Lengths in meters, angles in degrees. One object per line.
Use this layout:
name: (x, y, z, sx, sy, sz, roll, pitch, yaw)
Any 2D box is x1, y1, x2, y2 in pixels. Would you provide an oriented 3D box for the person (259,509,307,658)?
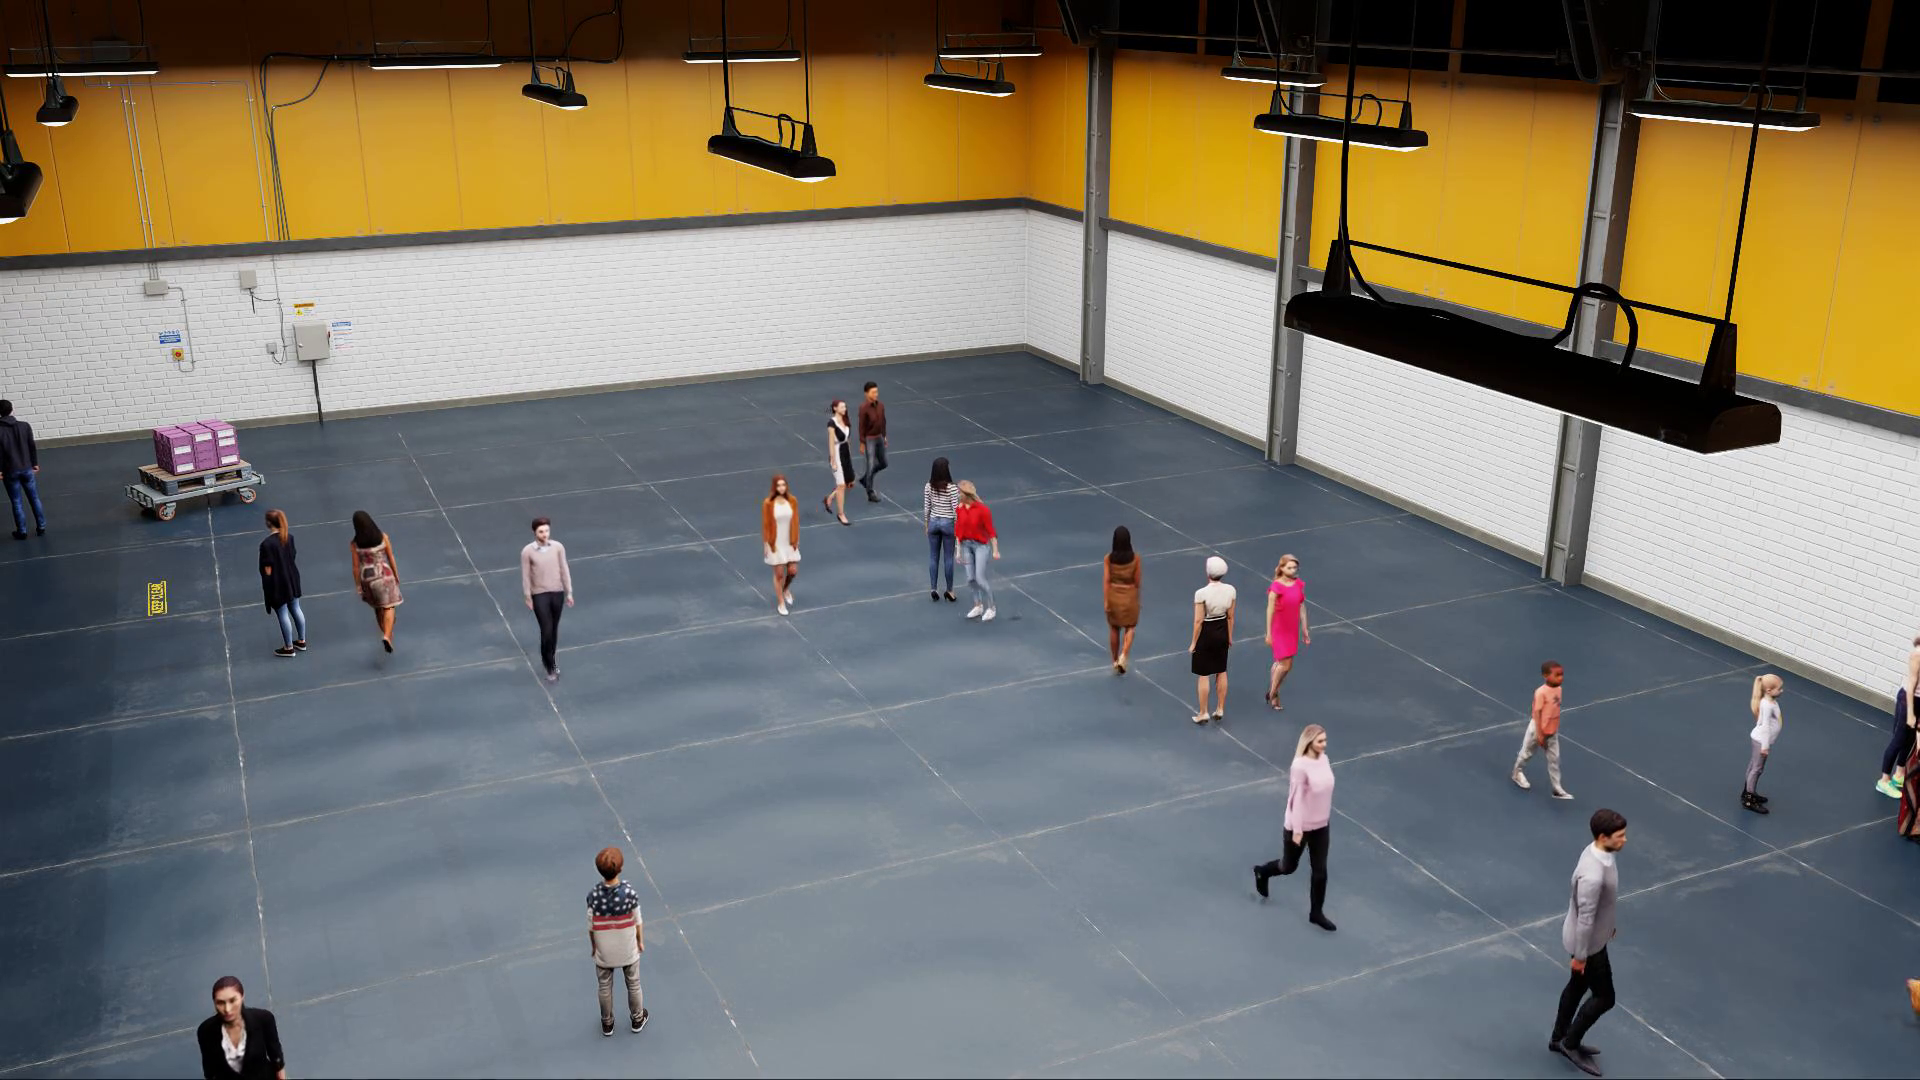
person: (-7.454, 0.458, 18.316, 0.761, 1.685, 0.717, 8, 20, 23)

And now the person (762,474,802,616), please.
person: (-2.130, 0.023, 19.573, 0.635, 1.708, 0.710, -7, 20, -20)

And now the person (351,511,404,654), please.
person: (-6.424, 0.494, 18.330, 0.716, 1.607, 1.022, -4, 19, -13)

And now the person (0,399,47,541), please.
person: (-12.573, -0.949, 22.171, 0.717, 1.892, 0.755, 16, 24, 39)

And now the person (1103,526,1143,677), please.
person: (1.716, 0.704, 17.614, 0.792, 1.666, 0.878, 4, 19, 10)

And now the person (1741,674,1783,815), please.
person: (7.214, 1.800, 14.966, 0.635, 1.279, 0.582, 8, 20, 23)

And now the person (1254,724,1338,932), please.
person: (2.663, 2.217, 13.118, 0.694, 1.668, 1.081, -12, 22, -33)

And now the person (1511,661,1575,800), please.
person: (5.287, 1.711, 15.232, 0.504, 1.279, 0.893, -7, 20, -21)

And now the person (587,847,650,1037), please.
person: (-2.424, 2.812, 11.711, 0.568, 1.439, 0.555, -3, 19, -8)

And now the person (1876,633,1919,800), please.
person: (8.695, 1.509, 15.171, 0.601, 1.701, 0.544, -10, 21, -27)

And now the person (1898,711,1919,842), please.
person: (8.435, 1.812, 14.381, 0.709, 1.631, 0.668, -4, 19, -12)

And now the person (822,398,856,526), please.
person: (-1.702, -1.074, 22.712, 0.862, 1.783, 0.793, 10, 21, 26)

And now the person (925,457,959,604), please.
person: (-0.216, -0.120, 19.857, 0.634, 1.796, 0.702, 7, 20, 21)

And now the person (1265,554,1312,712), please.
person: (3.228, 0.912, 16.923, 0.648, 1.715, 0.682, -14, 23, -36)

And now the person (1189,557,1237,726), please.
person: (2.511, 1.010, 16.570, 0.647, 1.754, 0.532, -7, 20, -20)

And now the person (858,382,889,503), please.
person: (-1.315, -1.415, 23.748, 0.861, 1.767, 0.802, 16, 24, 39)

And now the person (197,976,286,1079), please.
person: (-4.243, 3.294, 9.962, 0.663, 1.643, 0.951, -6, 19, -17)

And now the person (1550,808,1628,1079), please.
person: (4.197, 2.686, 11.348, 0.892, 1.909, 0.848, 8, 20, 22)

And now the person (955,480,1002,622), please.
person: (0.222, 0.120, 19.339, 0.688, 1.673, 0.829, 8, 20, 21)

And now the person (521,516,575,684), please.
person: (-4.427, 0.582, 17.784, 0.676, 1.789, 0.819, -12, 22, -31)
